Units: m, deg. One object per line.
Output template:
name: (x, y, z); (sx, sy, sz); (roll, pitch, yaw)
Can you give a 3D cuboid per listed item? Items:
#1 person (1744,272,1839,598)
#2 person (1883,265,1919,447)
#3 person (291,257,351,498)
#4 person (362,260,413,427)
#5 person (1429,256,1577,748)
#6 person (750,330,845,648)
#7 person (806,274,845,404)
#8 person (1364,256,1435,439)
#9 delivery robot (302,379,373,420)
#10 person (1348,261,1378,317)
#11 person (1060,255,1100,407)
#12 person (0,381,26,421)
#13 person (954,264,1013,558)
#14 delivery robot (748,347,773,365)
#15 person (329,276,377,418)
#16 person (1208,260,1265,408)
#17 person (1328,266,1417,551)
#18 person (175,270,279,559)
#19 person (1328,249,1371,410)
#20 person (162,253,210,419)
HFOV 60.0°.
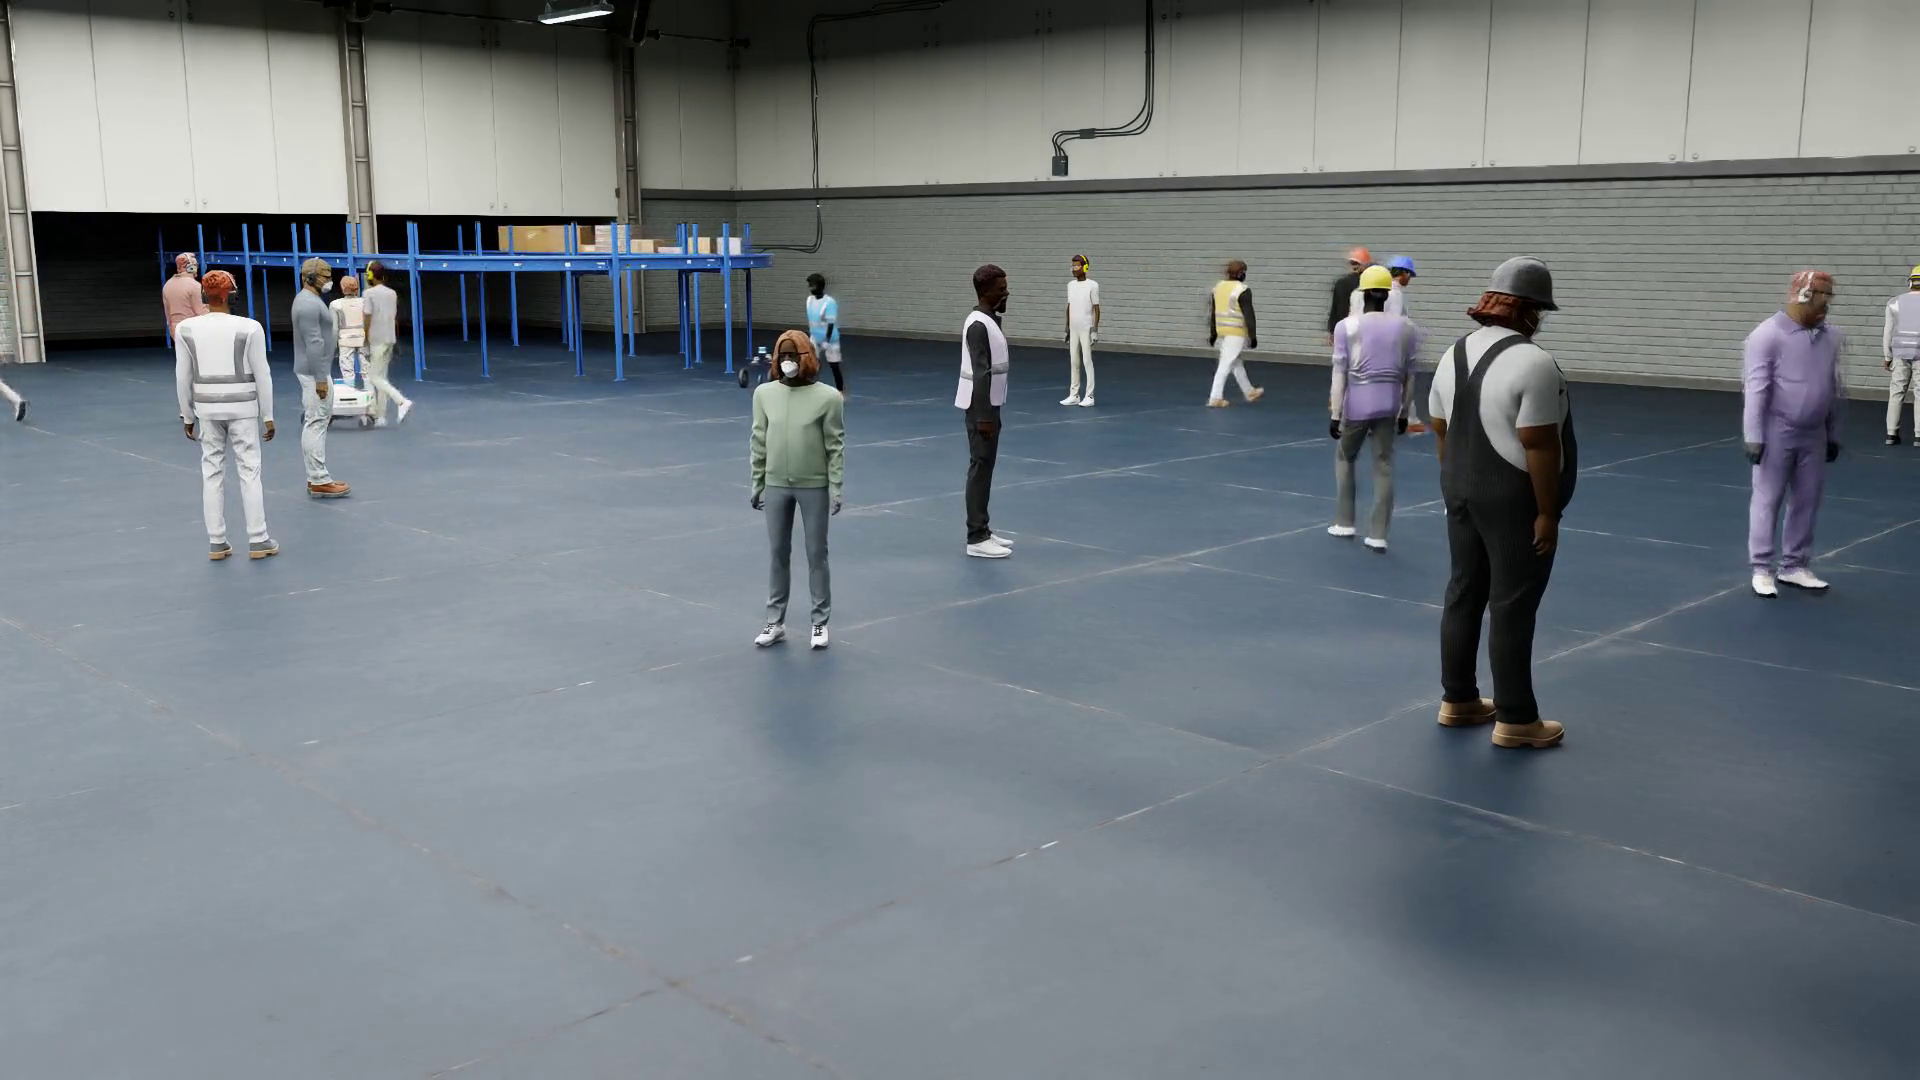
person: (4.909, -0.618, 9.822); (0.683, 1.897, 0.405); (-3, 11, -18)
person: (9.648, -1.865, 16.796); (0.403, 1.823, 0.587); (-9, 14, -40)
person: (-5.236, -1.328, 13.565); (0.371, 1.934, 0.627); (-5, 11, -23)
person: (-6.361, -2.171, 18.409); (0.643, 1.849, 0.546); (5, 11, 23)
person: (2.321, -0.160, 7.017); (0.537, 2.000, 0.678); (-4, 11, -22)
person: (-0.841, -0.262, 8.563); (0.498, 1.634, 0.280); (2, 11, 12)
person: (-1.758, -2.453, 20.479); (0.570, 1.629, 0.904); (9, 13, 39)
person: (4.583, -1.980, 17.229); (0.908, 1.883, 0.648); (3, 11, 13)
delivery robot: (-6.824, -1.525, 18.261); (0.707, 0.478, 0.477); (-2, 11, -13)
person: (4.514, -2.169, 18.448); (0.448, 1.823, 0.660); (-6, 12, -28)
person: (1.500, -2.597, 20.671); (0.533, 1.863, 0.310); (10, 14, 43)
person: (-10.970, -2.100, 18.670); (0.738, 1.606, 0.524); (-1, 10, -6)
person: (0.166, -0.863, 11.075); (0.392, 1.917, 0.592); (1, 10, 5)
delivery robot: (-2.780, -2.597, 23.396); (0.335, 0.223, 0.698); (2, 11, 12)
person: (-7.060, -2.249, 19.381); (0.512, 1.642, 0.312); (-6, 12, -31)
person: (3.455, -2.554, 20.615); (0.970, 1.792, 0.653); (-6, 12, -28)
person: (2.777, -0.907, 11.350); (0.611, 1.898, 0.750); (-1, 10, -6)
person: (-4.804, -0.819, 10.919); (0.585, 1.882, 0.340); (-1, 10, -5)
person: (4.806, -2.538, 20.146); (1.036, 1.942, 0.625); (-7, 13, -34)
person: (-8.860, -2.352, 19.213); (0.638, 1.911, 0.406); (6, 12, 30)
